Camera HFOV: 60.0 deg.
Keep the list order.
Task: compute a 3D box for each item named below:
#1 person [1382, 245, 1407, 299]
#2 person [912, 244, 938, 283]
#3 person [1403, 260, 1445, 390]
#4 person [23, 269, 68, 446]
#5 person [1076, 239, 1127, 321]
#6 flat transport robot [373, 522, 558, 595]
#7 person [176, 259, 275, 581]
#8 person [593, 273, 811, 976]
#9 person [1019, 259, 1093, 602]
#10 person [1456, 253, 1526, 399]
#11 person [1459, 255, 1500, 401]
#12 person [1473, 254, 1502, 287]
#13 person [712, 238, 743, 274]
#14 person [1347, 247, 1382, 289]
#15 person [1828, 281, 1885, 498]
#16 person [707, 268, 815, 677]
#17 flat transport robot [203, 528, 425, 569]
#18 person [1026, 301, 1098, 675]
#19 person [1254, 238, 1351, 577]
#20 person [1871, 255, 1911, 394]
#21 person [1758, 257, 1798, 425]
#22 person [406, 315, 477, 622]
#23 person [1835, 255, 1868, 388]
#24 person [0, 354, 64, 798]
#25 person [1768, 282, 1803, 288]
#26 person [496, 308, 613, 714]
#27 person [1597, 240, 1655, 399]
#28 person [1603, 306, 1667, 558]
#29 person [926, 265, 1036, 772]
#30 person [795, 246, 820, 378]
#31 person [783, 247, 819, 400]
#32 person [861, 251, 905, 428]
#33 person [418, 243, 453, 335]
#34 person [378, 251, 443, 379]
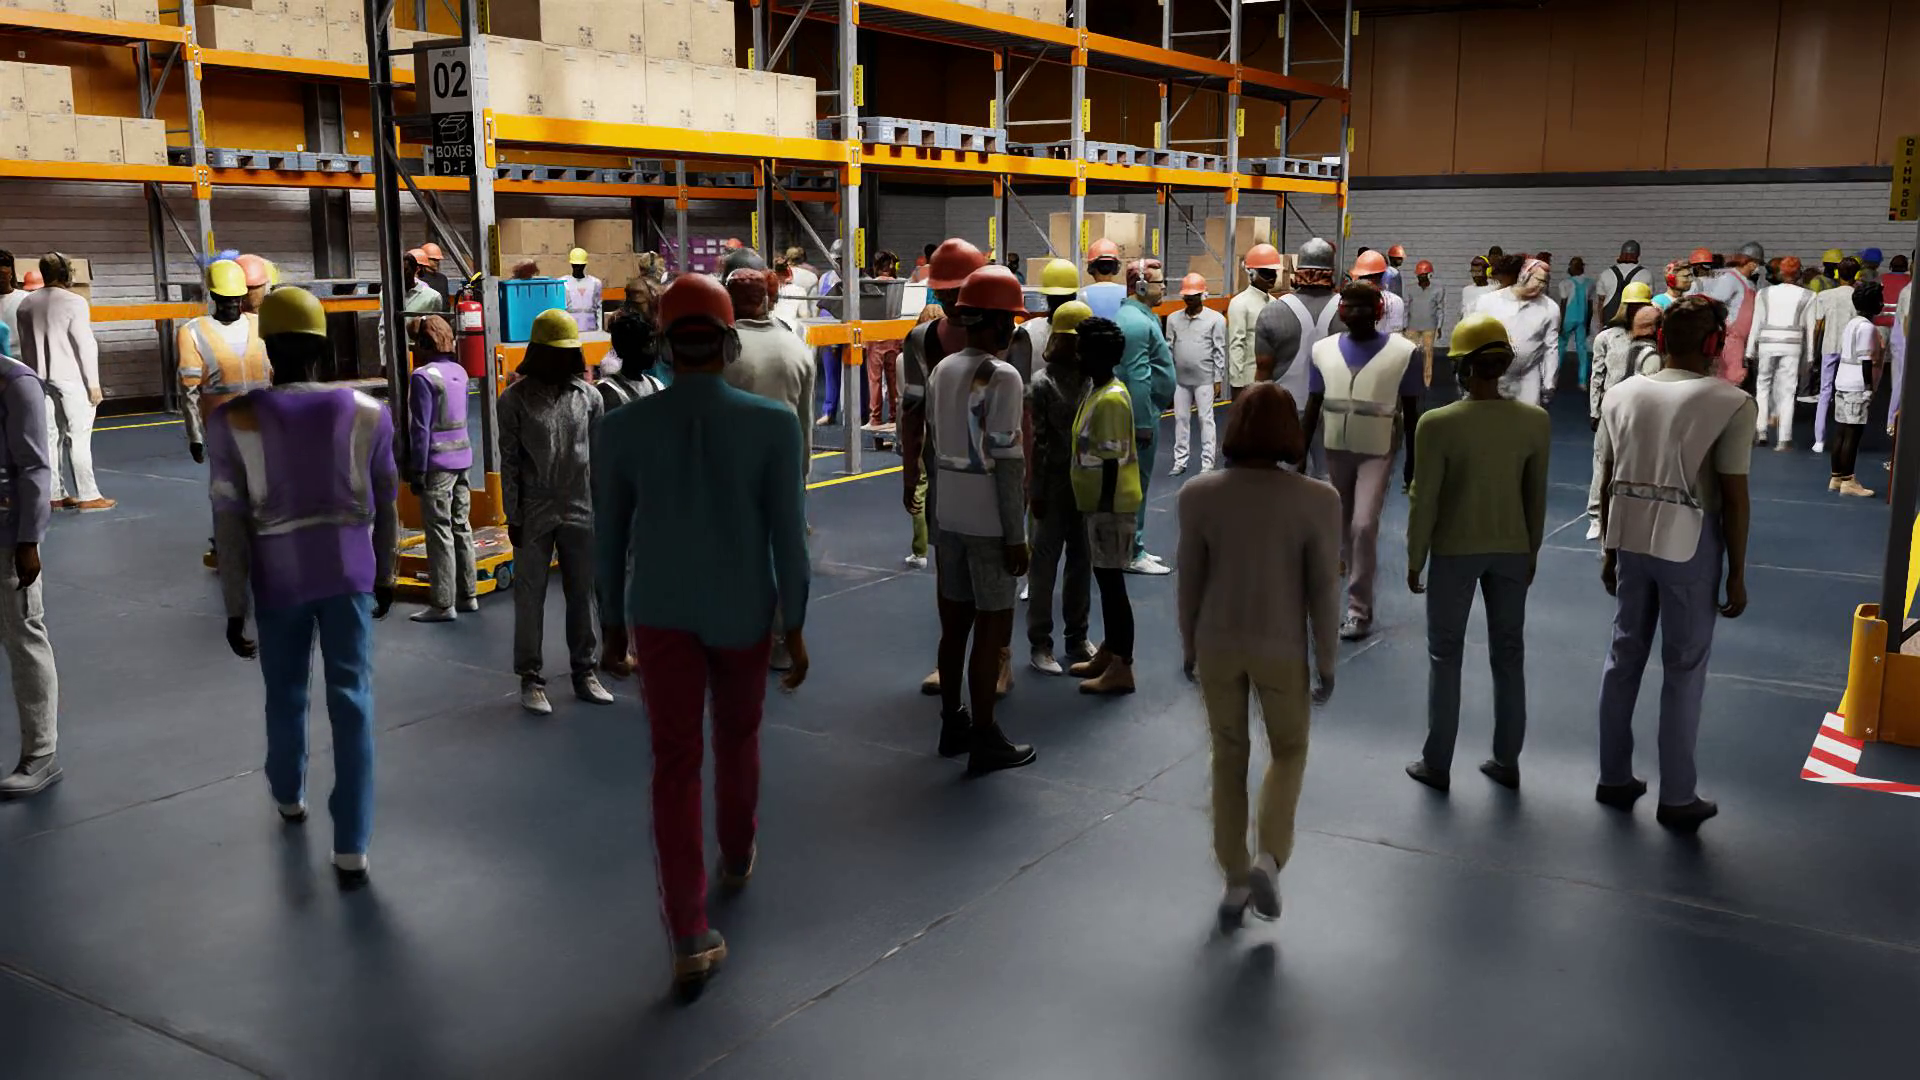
[{"bbox_3d":[6.826,-3.662,26.208,0.373,1.934,0.551,6,12,29],"label":"person"},{"bbox_3d":[-0.449,-3.602,25.795,0.603,1.966,0.368,5,11,25],"label":"person"},{"bbox_3d":[6.265,-2.909,22.552,0.565,1.748,0.339,4,11,22],"label":"person"},{"bbox_3d":[-8.961,-1.773,16.297,0.574,1.739,0.350,-3,11,-16],"label":"person"},{"bbox_3d":[1.095,-1.280,12.759,0.607,2.034,0.417,-1,10,-6],"label":"person"},{"bbox_3d":[-2.827,0.098,9.990,0.652,0.197,1.431,4,11,19],"label":"flat transport robot"},{"bbox_3d":[-4.235,-0.677,9.750,0.398,1.911,0.591,9,14,42],"label":"person"},{"bbox_3d":[-0.746,0.206,4.810,0.627,1.933,1.075,-1,10,-6],"label":"person"},{"bbox_3d":[0.554,-0.593,9.262,0.588,1.919,0.396,3,11,18],"label":"person"},{"bbox_3d":[4.229,-1.327,13.330,0.732,1.930,0.624,-8,13,-37],"label":"person"},{"bbox_3d":[5.411,-2.032,17.381,0.328,1.865,0.521,-9,14,-42],"label":"person"},{"bbox_3d":[6.852,-2.757,21.460,0.506,1.843,0.349,5,11,24],"label":"person"},{"bbox_3d":[-3.165,-3.196,23.335,0.613,2.041,0.393,3,11,17],"label":"person"},{"bbox_3d":[6.344,-3.639,26.148,0.587,1.915,0.395,-2,10,-9],"label":"person"},{"bbox_3d":[7.123,-1.191,13.181,0.320,1.697,0.532,2,10,13],"label":"person"},{"bbox_3d":[-0.982,-0.302,7.717,0.656,1.895,0.399,-9,13,-40],"label":"person"},{"bbox_3d":[-3.842,0.058,10.213,1.431,0.197,0.652,4,11,19],"label":"flat transport robot"},{"bbox_3d":[0.525,-0.247,7.822,0.493,1.743,0.295,-8,13,-38],"label":"person"},{"bbox_3d":[2.099,-0.791,10.015,0.688,2.000,0.536,1,10,6],"label":"person"},{"bbox_3d":[12.278,-2.830,21.913,0.632,1.835,0.431,7,12,33],"label":"person"},{"bbox_3d":[8.941,-2.179,18.285,0.428,1.836,0.627,0,10,2],"label":"person"},{"bbox_3d":[-2.770,-0.383,8.895,0.319,1.631,0.524,2,10,9],"label":"person"},{"bbox_3d":[12.205,-2.976,22.752,0.407,1.821,0.594,6,12,28],"label":"person"},{"bbox_3d":[-3.579,-0.031,6.061,0.604,1.949,0.384,3,11,15],"label":"person"},{"bbox_3d":[11.582,-3.077,23.456,0.523,1.763,0.329,0,10,-2],"label":"person"},{"bbox_3d":[-1.725,-0.120,7.152,0.483,1.738,0.320,-7,13,-35],"label":"person"},{"bbox_3d":[8.480,-2.810,21.200,0.684,2.000,0.536,6,12,32],"label":"person"},{"bbox_3d":[4.293,-0.667,10.517,0.380,1.611,0.542,1,10,5],"label":"person"},{"bbox_3d":[0.100,-0.081,6.402,0.386,1.929,0.543,-6,12,-31],"label":"person"},{"bbox_3d":[-2.323,-3.320,24.328,0.627,1.934,0.371,-10,14,-44],"label":"person"},{"bbox_3d":[-2.079,-2.706,20.954,0.653,1.937,0.419,-2,10,-12],"label":"person"},{"bbox_3d":[-0.804,-2.102,17.657,0.598,1.908,0.402,-9,13,-40],"label":"person"},{"bbox_3d":[-6.378,-2.585,20.131,0.407,1.985,0.608,5,11,24],"label":"person"},{"bbox_3d":[-4.935,-1.627,14.985,0.587,1.920,0.392,1,10,4],"label":"person"}]
